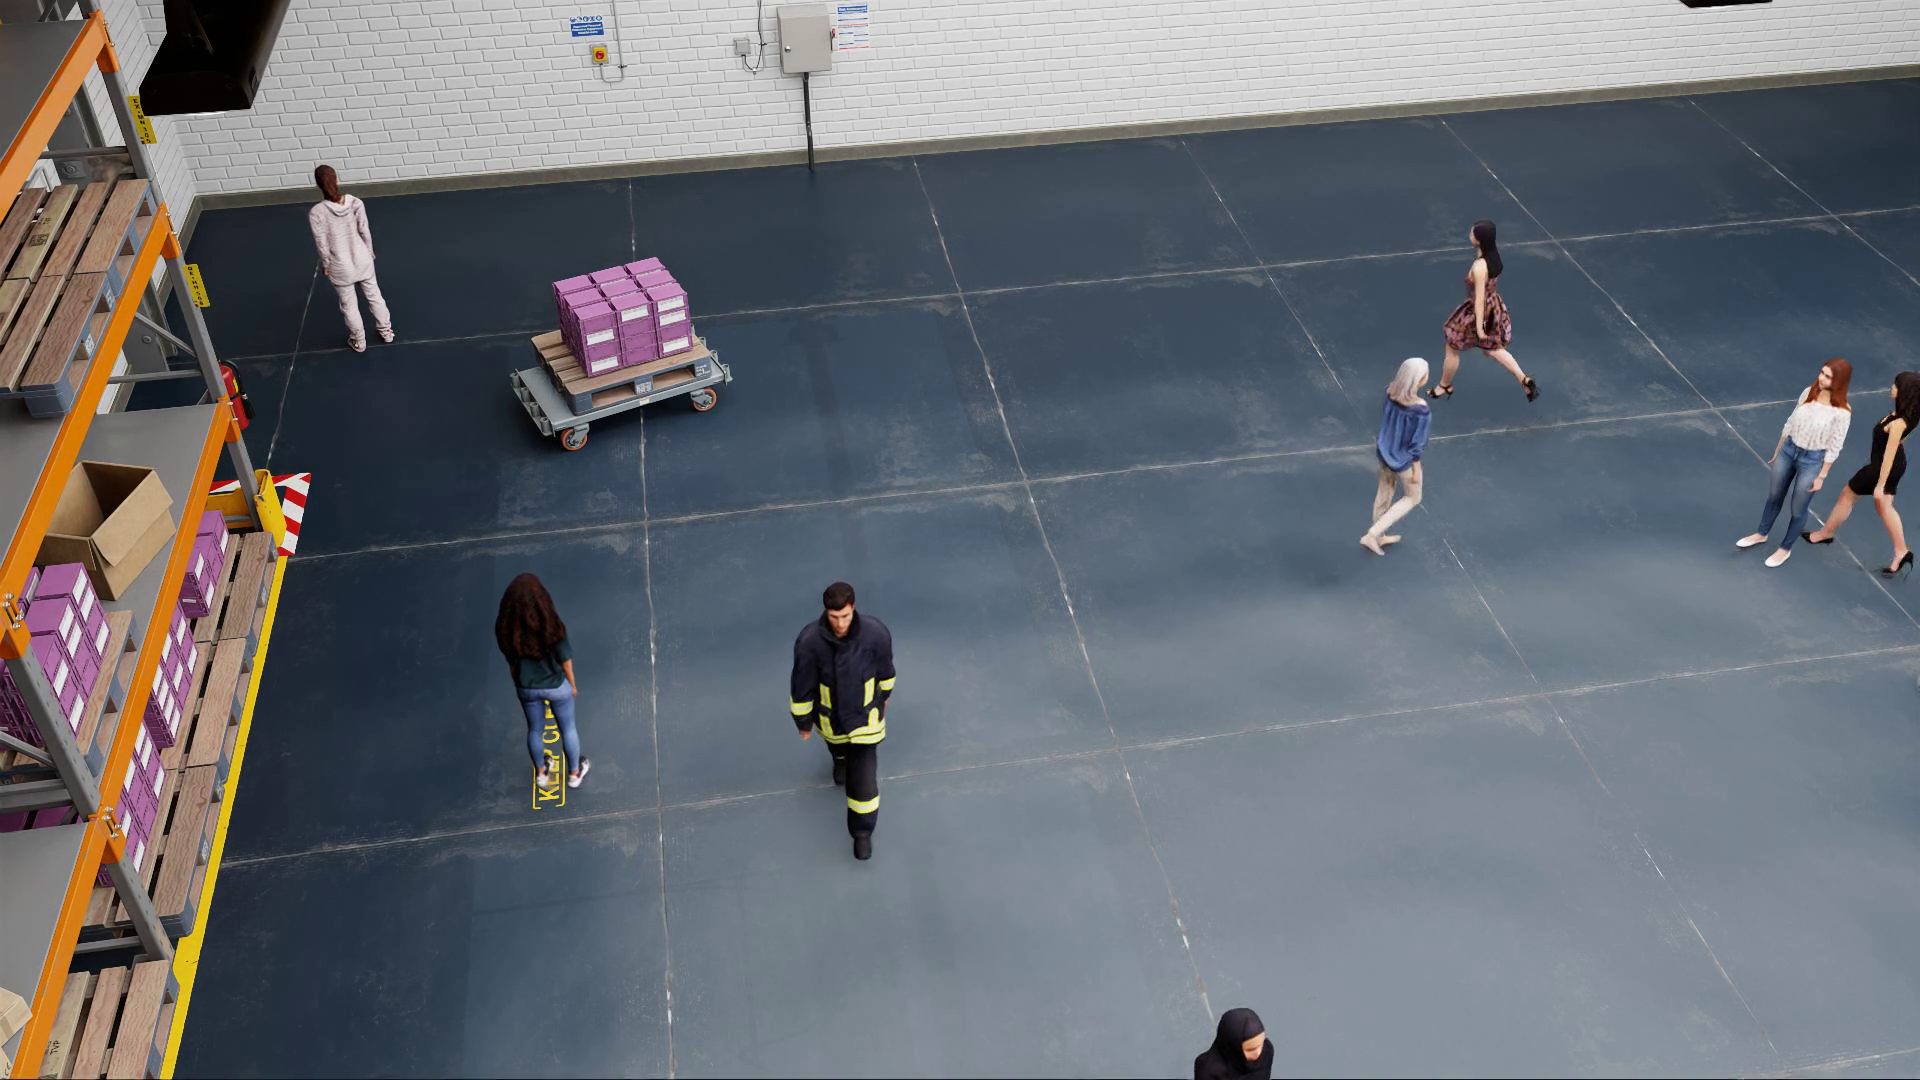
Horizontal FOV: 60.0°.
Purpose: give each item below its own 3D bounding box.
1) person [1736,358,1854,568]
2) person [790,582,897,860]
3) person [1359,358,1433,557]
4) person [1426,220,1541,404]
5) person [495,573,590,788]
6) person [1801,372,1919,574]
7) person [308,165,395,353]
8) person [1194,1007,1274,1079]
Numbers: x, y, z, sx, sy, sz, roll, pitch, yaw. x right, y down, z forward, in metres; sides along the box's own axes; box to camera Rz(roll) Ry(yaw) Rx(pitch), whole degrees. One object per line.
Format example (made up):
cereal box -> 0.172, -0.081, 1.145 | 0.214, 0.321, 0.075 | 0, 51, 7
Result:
person -> 6.102, -0.578, 12.029 | 0.697, 1.728, 0.537 | -18, 42, -21
person -> -0.701, 0.921, 10.032 | 0.845, 1.877, 1.224 | -3, 39, -4
person -> 3.107, -0.559, 12.035 | 0.787, 1.690, 0.734 | -18, 42, -21
person -> 4.295, -1.748, 13.487 | 1.155, 1.736, 1.127 | 23, 44, 26
person -> -2.579, 0.886, 10.286 | 0.632, 1.613, 0.637 | 1, 39, 1
person -> 6.708, -0.442, 11.949 | 1.086, 1.614, 0.943 | 26, 45, 28
person -> -5.287, -2.427, 14.375 | 0.725, 1.689, 0.723 | -25, 45, -28
person -> 1.238, 2.720, 8.001 | 0.797, 1.601, 1.010 | -19, 42, -22
